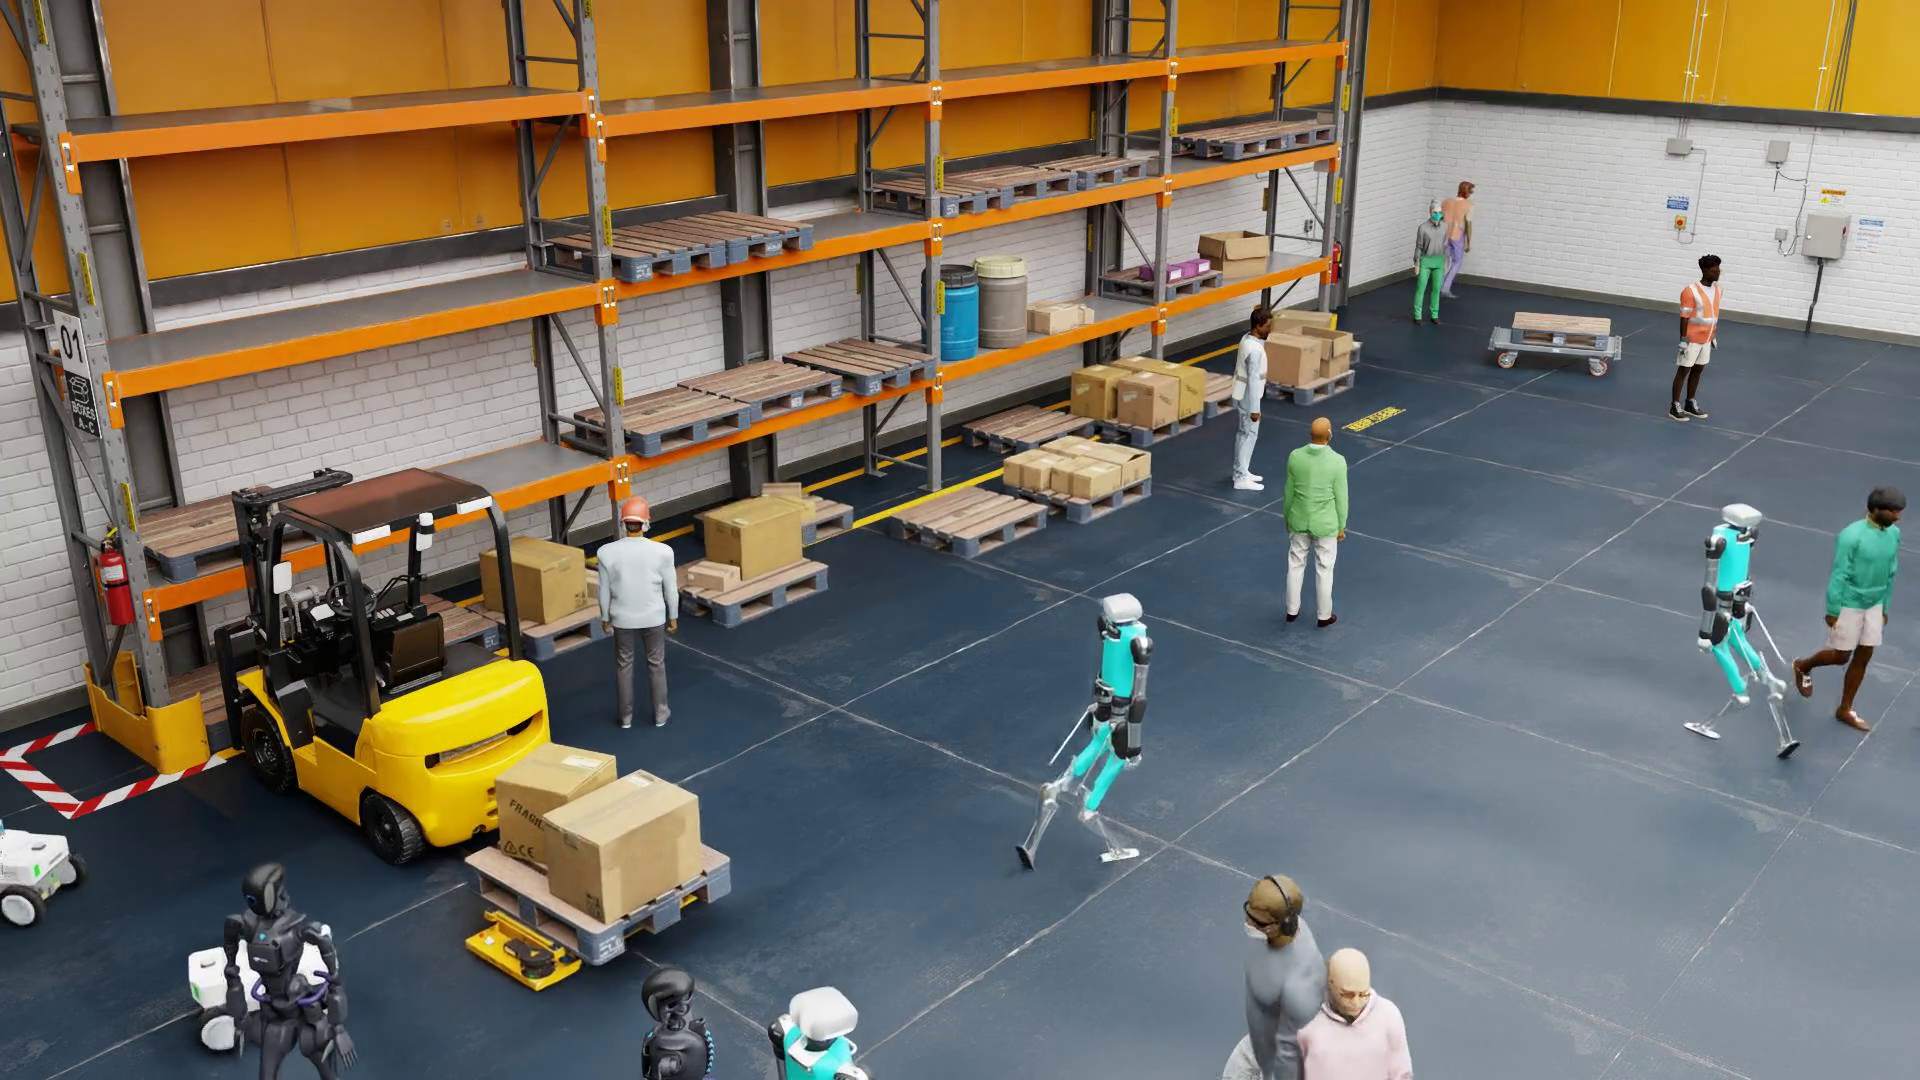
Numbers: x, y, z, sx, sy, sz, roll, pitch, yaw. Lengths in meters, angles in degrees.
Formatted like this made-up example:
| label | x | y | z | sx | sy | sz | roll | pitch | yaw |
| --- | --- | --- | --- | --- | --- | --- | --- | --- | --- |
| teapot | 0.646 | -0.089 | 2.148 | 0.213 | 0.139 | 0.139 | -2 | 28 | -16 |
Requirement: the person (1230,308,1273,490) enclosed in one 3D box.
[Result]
| label | x | y | z | sx | sy | sz | roll | pitch | yaw |
| --- | --- | --- | --- | --- | --- | --- | --- | --- | --- |
| person | 2.991 | -1.452 | 17.128 | 0.410 | 1.907 | 0.596 | 1 | 20 | 2 |

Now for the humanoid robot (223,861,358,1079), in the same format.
| label | x | y | z | sx | sy | sz | roll | pitch | yaw |
| --- | --- | --- | --- | --- | --- | --- | --- | --- | --- |
| humanoid robot | -3.030 | 2.185 | 7.596 | 0.602 | 1.650 | 0.390 | 3 | 20 | 8 |

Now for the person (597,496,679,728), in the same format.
| label | x | y | z | sx | sy | sz | roll | pitch | yaw |
| --- | --- | --- | --- | --- | --- | --- | --- | --- | --- |
| person | -2.313 | 0.524 | 12.006 | 0.572 | 1.740 | 0.345 | -3 | 20 | -8 |

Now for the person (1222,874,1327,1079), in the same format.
| label | x | y | z | sx | sy | sz | roll | pitch | yaw |
| --- | --- | --- | --- | --- | --- | --- | --- | --- | --- |
| person | 1.339 | 2.245 | 7.092 | 0.454 | 1.918 | 0.631 | -2 | 20 | -6 |

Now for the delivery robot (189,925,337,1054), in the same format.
| label | x | y | z | sx | sy | sz | roll | pitch | yaw |
| --- | --- | --- | --- | --- | --- | --- | --- | --- | --- |
| delivery robot | -3.700 | 2.323 | 8.835 | 0.790 | 0.589 | 0.499 | -9 | 22 | -22 |

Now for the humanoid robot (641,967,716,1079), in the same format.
| label | x | y | z | sx | sy | sz | roll | pitch | yaw |
| --- | --- | --- | --- | --- | --- | --- | --- | --- | --- |
| humanoid robot | -1.130 | 2.467 | 6.815 | 0.315 | 1.655 | 0.599 | -1 | 20 | -2 |

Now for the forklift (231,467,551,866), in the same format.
| label | x | y | z | sx | sy | sz | roll | pitch | yaw |
| --- | --- | --- | --- | --- | --- | --- | --- | --- | --- |
| forklift | -3.730 | 0.710 | 10.856 | 2.313 | 2.155 | 1.214 | 17 | 26 | 38 |

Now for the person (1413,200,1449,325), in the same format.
| label | x | y | z | sx | sy | sz | roll | pitch | yaw |
| --- | --- | --- | --- | --- | --- | --- | --- | --- | --- |
| person | 6.872 | -4.050 | 24.277 | 0.522 | 1.838 | 0.351 | -3 | 21 | -9 |

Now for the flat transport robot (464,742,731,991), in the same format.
| label | x | y | z | sx | sy | sz | roll | pitch | yaw |
| --- | --- | --- | --- | --- | --- | --- | --- | --- | --- |
| flat transport robot | -2.102 | 2.140 | 9.754 | 0.659 | 0.231 | 1.431 | 16 | 26 | 37 |

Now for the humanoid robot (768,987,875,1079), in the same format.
| label | x | y | z | sx | sy | sz | roll | pitch | yaw |
| --- | --- | --- | --- | --- | --- | --- | --- | --- | --- |
| humanoid robot | -0.379 | 2.507 | 6.636 | 0.663 | 1.792 | 0.538 | -18 | 27 | -40 |

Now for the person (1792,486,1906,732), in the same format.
| label | x | y | z | sx | sy | sz | roll | pitch | yaw |
| --- | --- | --- | --- | --- | --- | --- | --- | --- | --- |
| person | 6.499 | 0.450 | 12.101 | 0.513 | 1.824 | 0.627 | -5 | 21 | -14 |

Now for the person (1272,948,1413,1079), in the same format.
| label | x | y | z | sx | sy | sz | roll | pitch | yaw |
| --- | --- | --- | --- | --- | --- | --- | --- | --- | --- |
| person | 1.564 | 2.440 | 6.834 | 0.521 | 1.722 | 0.984 | -2 | 20 | -6 |

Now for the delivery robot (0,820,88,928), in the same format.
| label | x | y | z | sx | sy | sz | roll | pitch | yaw |
| --- | --- | --- | --- | --- | --- | --- | --- | --- | --- |
| delivery robot | -5.679 | 1.941 | 9.864 | 0.765 | 0.583 | 0.499 | 2 | 20 | 6 |

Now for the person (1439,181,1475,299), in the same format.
| label | x | y | z | sx | sy | sz | roll | pitch | yaw |
| --- | --- | --- | --- | --- | --- | --- | --- | --- | --- |
| person | 7.694 | -4.700 | 26.050 | 0.412 | 1.824 | 0.710 | -16 | 25 | -36 |

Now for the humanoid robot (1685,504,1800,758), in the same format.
| label | x | y | z | sx | sy | sz | roll | pitch | yaw |
| --- | --- | --- | --- | --- | --- | --- | --- | --- | --- |
| humanoid robot | 5.591 | 0.698 | 11.602 | 0.543 | 1.809 | 0.901 | -14 | 25 | -34 |

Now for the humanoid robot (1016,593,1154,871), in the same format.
| label | x | y | z | sx | sy | sz | roll | pitch | yaw |
| --- | --- | --- | --- | --- | --- | --- | --- | --- | --- |
| humanoid robot | 0.700 | 1.239 | 10.136 | 0.892 | 1.810 | 0.551 | -9 | 22 | -22 |

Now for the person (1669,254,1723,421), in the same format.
| label | x | y | z | sx | sy | sz | roll | pitch | yaw |
| --- | --- | --- | --- | --- | --- | --- | --- | --- | --- |
| person | 8.686 | -2.387 | 19.569 | 0.606 | 1.966 | 0.368 | -10 | 23 | -26 |

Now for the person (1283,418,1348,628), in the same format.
| label | x | y | z | sx | sy | sz | roll | pitch | yaw |
| --- | --- | --- | --- | --- | --- | --- | --- | --- | --- |
| person | 2.934 | -0.146 | 13.760 | 0.539 | 1.784 | 0.386 | 11 | 23 | 26 |
